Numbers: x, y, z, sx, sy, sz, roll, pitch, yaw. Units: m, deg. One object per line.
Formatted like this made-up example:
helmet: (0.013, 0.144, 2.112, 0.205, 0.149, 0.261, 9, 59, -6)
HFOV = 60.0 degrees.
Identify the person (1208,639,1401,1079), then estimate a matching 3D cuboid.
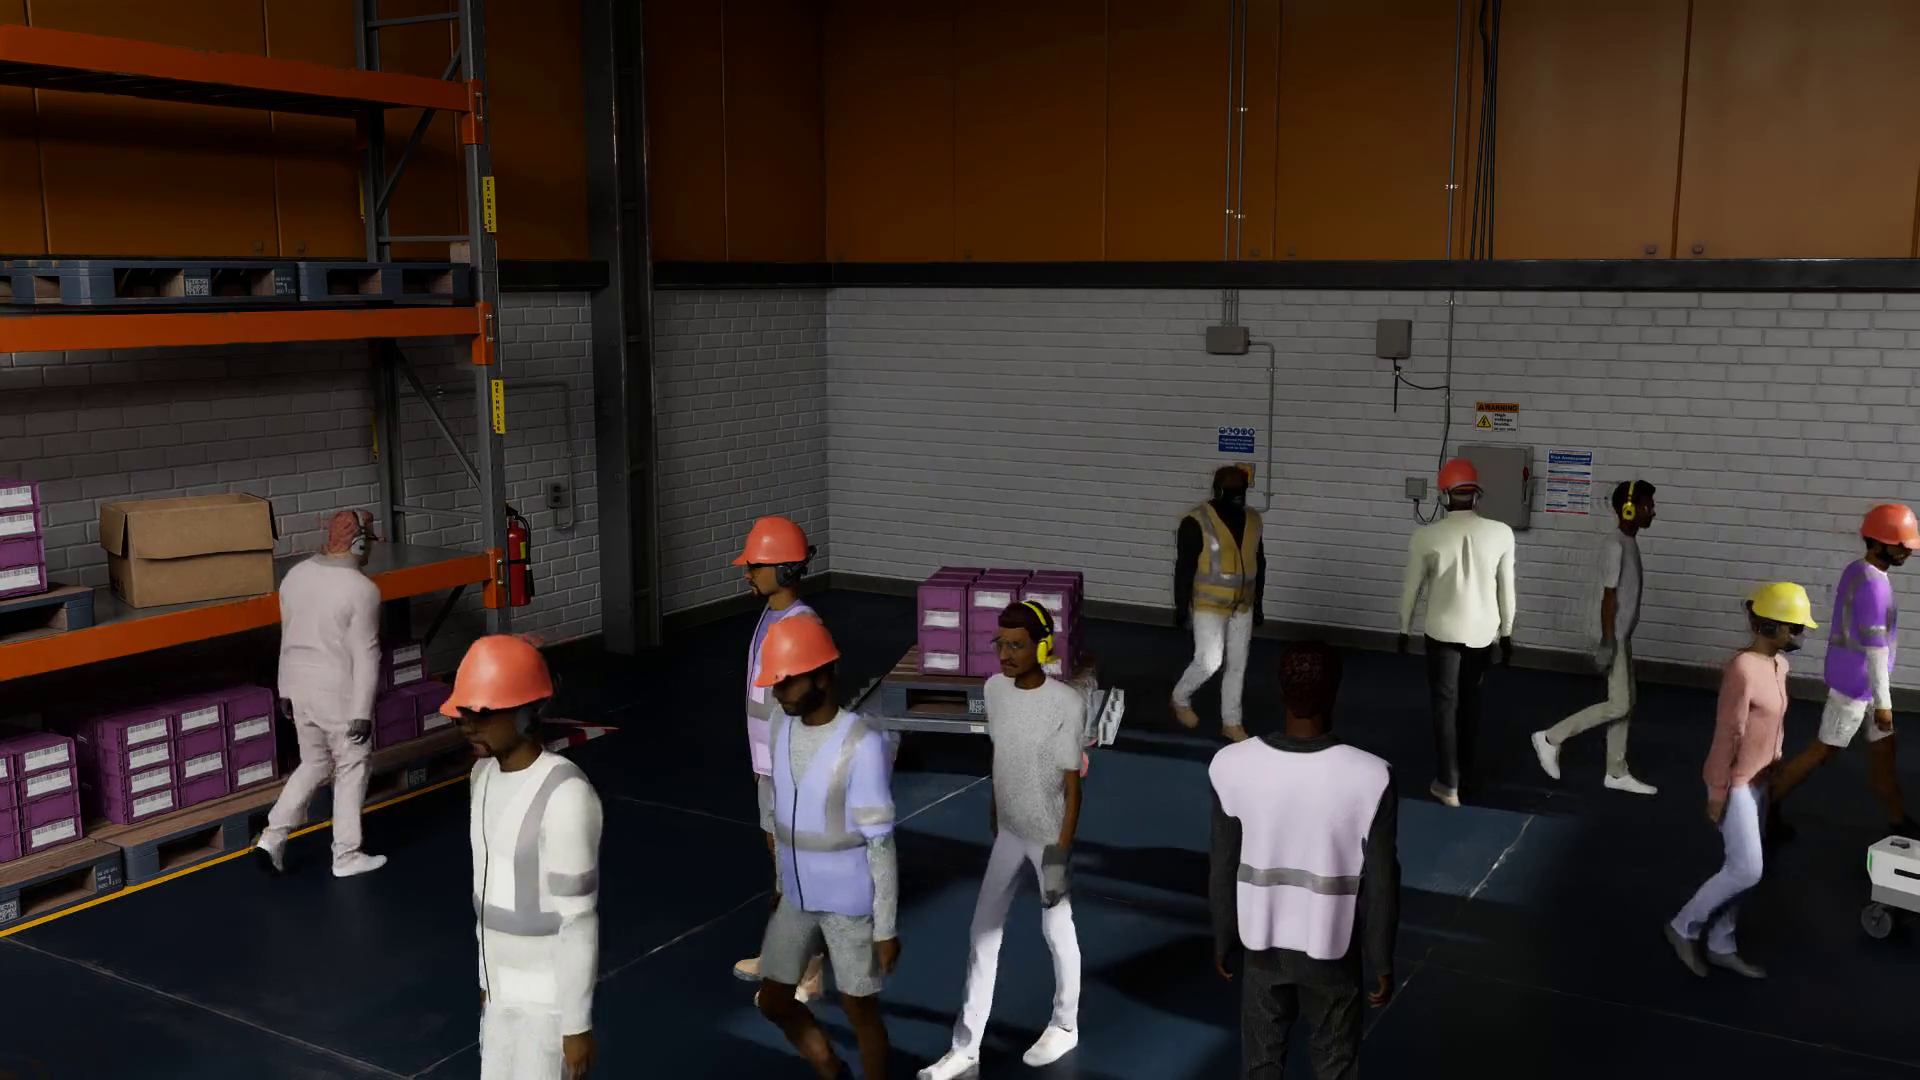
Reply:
person: (1.058, 1.255, 5.163, 0.587, 1.920, 0.390, 4, 10, 22)

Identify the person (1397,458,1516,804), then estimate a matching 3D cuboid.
person: (2.847, 0.500, 9.700, 0.636, 1.967, 0.756, 0, 9, -1)

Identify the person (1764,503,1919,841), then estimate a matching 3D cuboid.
person: (4.632, 0.724, 8.642, 1.008, 1.881, 0.561, 4, 10, 24)

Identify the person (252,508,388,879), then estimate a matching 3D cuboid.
person: (-3.165, 0.786, 8.261, 0.669, 1.870, 0.634, 5, 10, 29)

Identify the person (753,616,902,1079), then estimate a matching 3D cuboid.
person: (-0.430, 1.193, 5.572, 0.674, 1.909, 0.482, 8, 12, 40)

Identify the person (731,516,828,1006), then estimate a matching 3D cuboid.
person: (-0.745, 0.914, 6.911, 0.373, 2.044, 0.608, -4, 10, -21)

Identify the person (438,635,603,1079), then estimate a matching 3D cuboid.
person: (-1.192, 1.258, 4.810, 0.583, 2.032, 0.633, -8, 12, -42)

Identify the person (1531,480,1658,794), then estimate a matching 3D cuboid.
person: (3.766, 0.560, 9.713, 0.612, 1.858, 0.518, 5, 10, 28)

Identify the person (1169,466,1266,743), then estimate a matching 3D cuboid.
person: (1.658, 0.405, 10.779, 0.668, 1.820, 0.548, -5, 10, -29)

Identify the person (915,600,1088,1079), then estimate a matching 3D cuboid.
person: (0.181, 1.139, 6.155, 0.549, 1.830, 0.880, 8, 12, 41)

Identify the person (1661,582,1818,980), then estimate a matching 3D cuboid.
person: (3.351, 1.030, 7.082, 0.418, 1.751, 0.545, 9, 13, 44)

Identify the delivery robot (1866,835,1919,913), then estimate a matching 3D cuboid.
delivery robot: (4.465, 1.526, 7.429, 0.477, 0.478, 0.707, -8, 12, -40)
